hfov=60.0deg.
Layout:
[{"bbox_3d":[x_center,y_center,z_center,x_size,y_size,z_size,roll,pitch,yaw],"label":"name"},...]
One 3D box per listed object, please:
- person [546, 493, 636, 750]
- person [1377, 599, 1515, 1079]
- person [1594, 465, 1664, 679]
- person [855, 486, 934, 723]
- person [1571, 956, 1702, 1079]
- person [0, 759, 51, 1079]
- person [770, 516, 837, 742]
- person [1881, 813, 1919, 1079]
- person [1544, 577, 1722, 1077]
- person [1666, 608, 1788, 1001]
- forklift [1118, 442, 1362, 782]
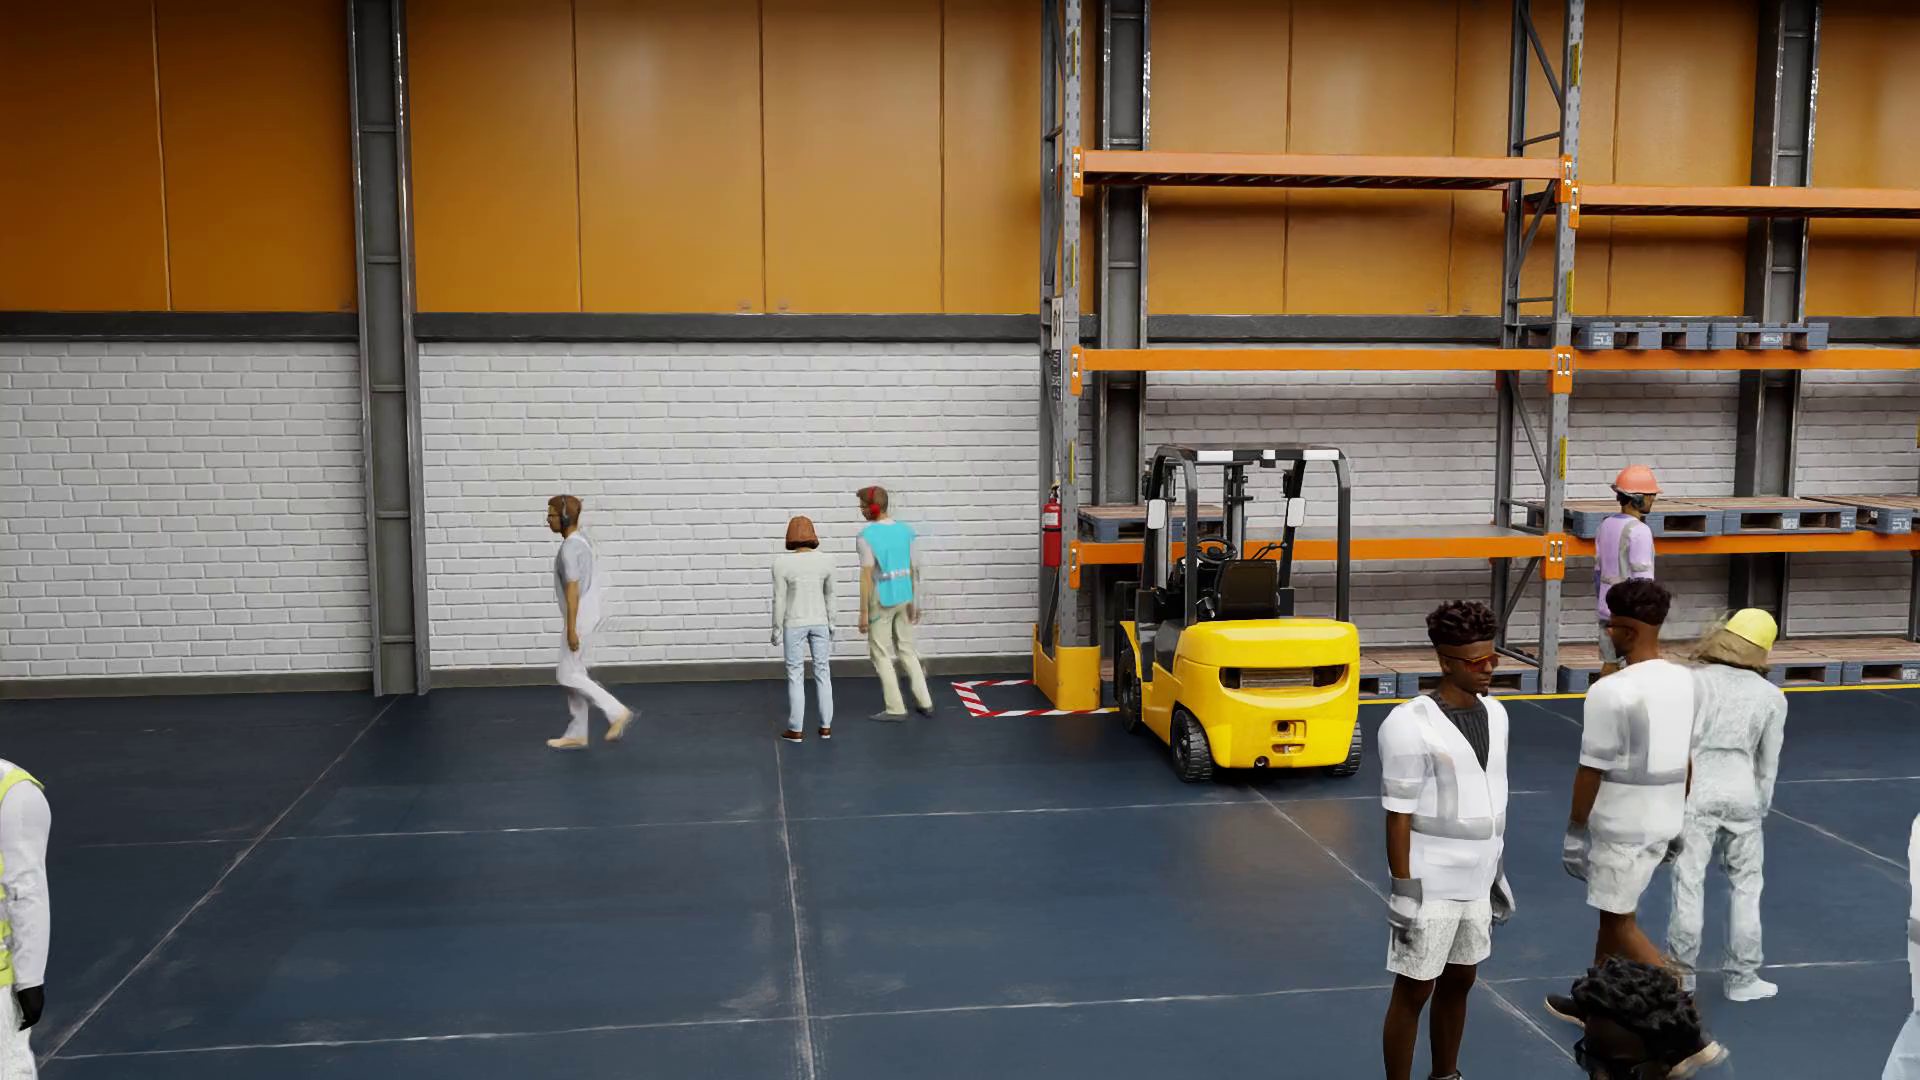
[{"bbox_3d":[-2.618,0.580,11.659,0.550,1.828,0.518,0,7,-1],"label":"person"},{"bbox_3d":[1.713,1.178,5.829,0.600,1.967,0.368,-5,8,-35],"label":"person"},{"bbox_3d":[4.559,0.510,11.342,0.385,2.045,0.605,-1,7,-6],"label":"person"},{"bbox_3d":[-0.529,0.492,12.568,0.460,1.809,0.648,5,8,36],"label":"person"},{"bbox_3d":[1.282,1.617,3.178,0.319,1.690,0.536,-5,8,-39],"label":"person"},{"bbox_3d":[-3.096,1.332,5.085,0.638,1.832,0.429,0,7,2],"label":"person"},{"bbox_3d":[-1.124,0.637,12.004,0.497,1.633,0.279,-3,7,-25],"label":"person"},{"bbox_3d":[2.865,1.364,4.608,0.948,1.885,0.608,0,7,-1],"label":"person"},{"bbox_3d":[2.684,1.109,6.584,0.624,1.934,0.875,-4,8,-30],"label":"person"},{"bbox_3d":[3.253,1.146,7.266,0.625,1.702,0.335,1,7,5],"label":"person"},{"bbox_3d":[1.912,0.418,11.496,1.214,2.155,2.313,-1,7,-8],"label":"forklift"}]
